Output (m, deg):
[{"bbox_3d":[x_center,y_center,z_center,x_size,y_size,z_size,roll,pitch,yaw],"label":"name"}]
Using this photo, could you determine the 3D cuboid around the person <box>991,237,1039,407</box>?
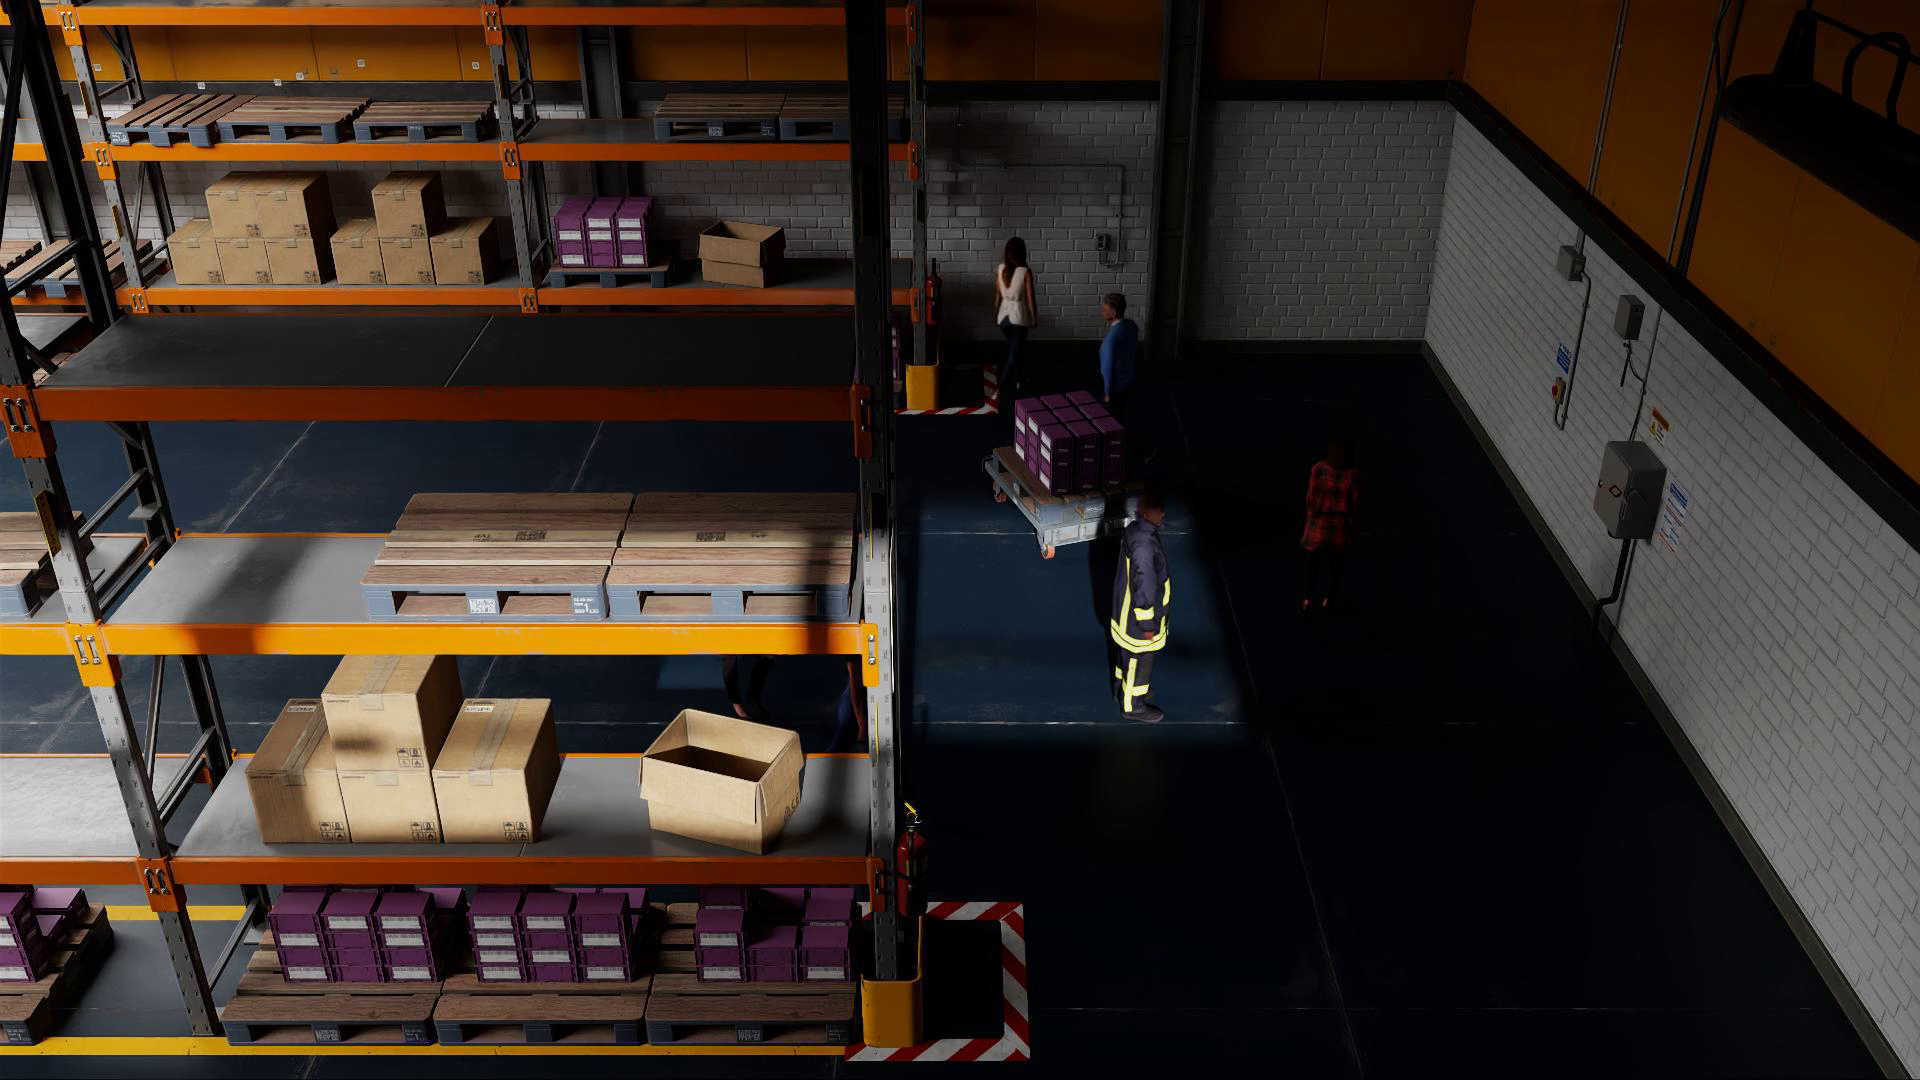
[{"bbox_3d":[0.519,-2.239,17.284,1.112,1.753,1.045,17,33,29],"label":"person"}]

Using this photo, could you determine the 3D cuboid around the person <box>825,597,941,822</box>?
[{"bbox_3d":[-0.722,1.134,11.178,1.258,1.680,1.001,15,32,26],"label":"person"}]

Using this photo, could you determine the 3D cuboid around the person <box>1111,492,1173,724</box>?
[{"bbox_3d":[1.324,0.471,12.244,0.653,1.823,0.741,-1,29,-2],"label":"person"}]

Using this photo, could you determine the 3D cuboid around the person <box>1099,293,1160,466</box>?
[{"bbox_3d":[1.584,-1.478,15.862,1.152,1.780,1.024,20,35,33],"label":"person"}]

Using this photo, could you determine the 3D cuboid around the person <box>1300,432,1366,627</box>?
[{"bbox_3d":[2.953,-0.059,13.355,0.994,1.689,0.898,11,31,20],"label":"person"}]
